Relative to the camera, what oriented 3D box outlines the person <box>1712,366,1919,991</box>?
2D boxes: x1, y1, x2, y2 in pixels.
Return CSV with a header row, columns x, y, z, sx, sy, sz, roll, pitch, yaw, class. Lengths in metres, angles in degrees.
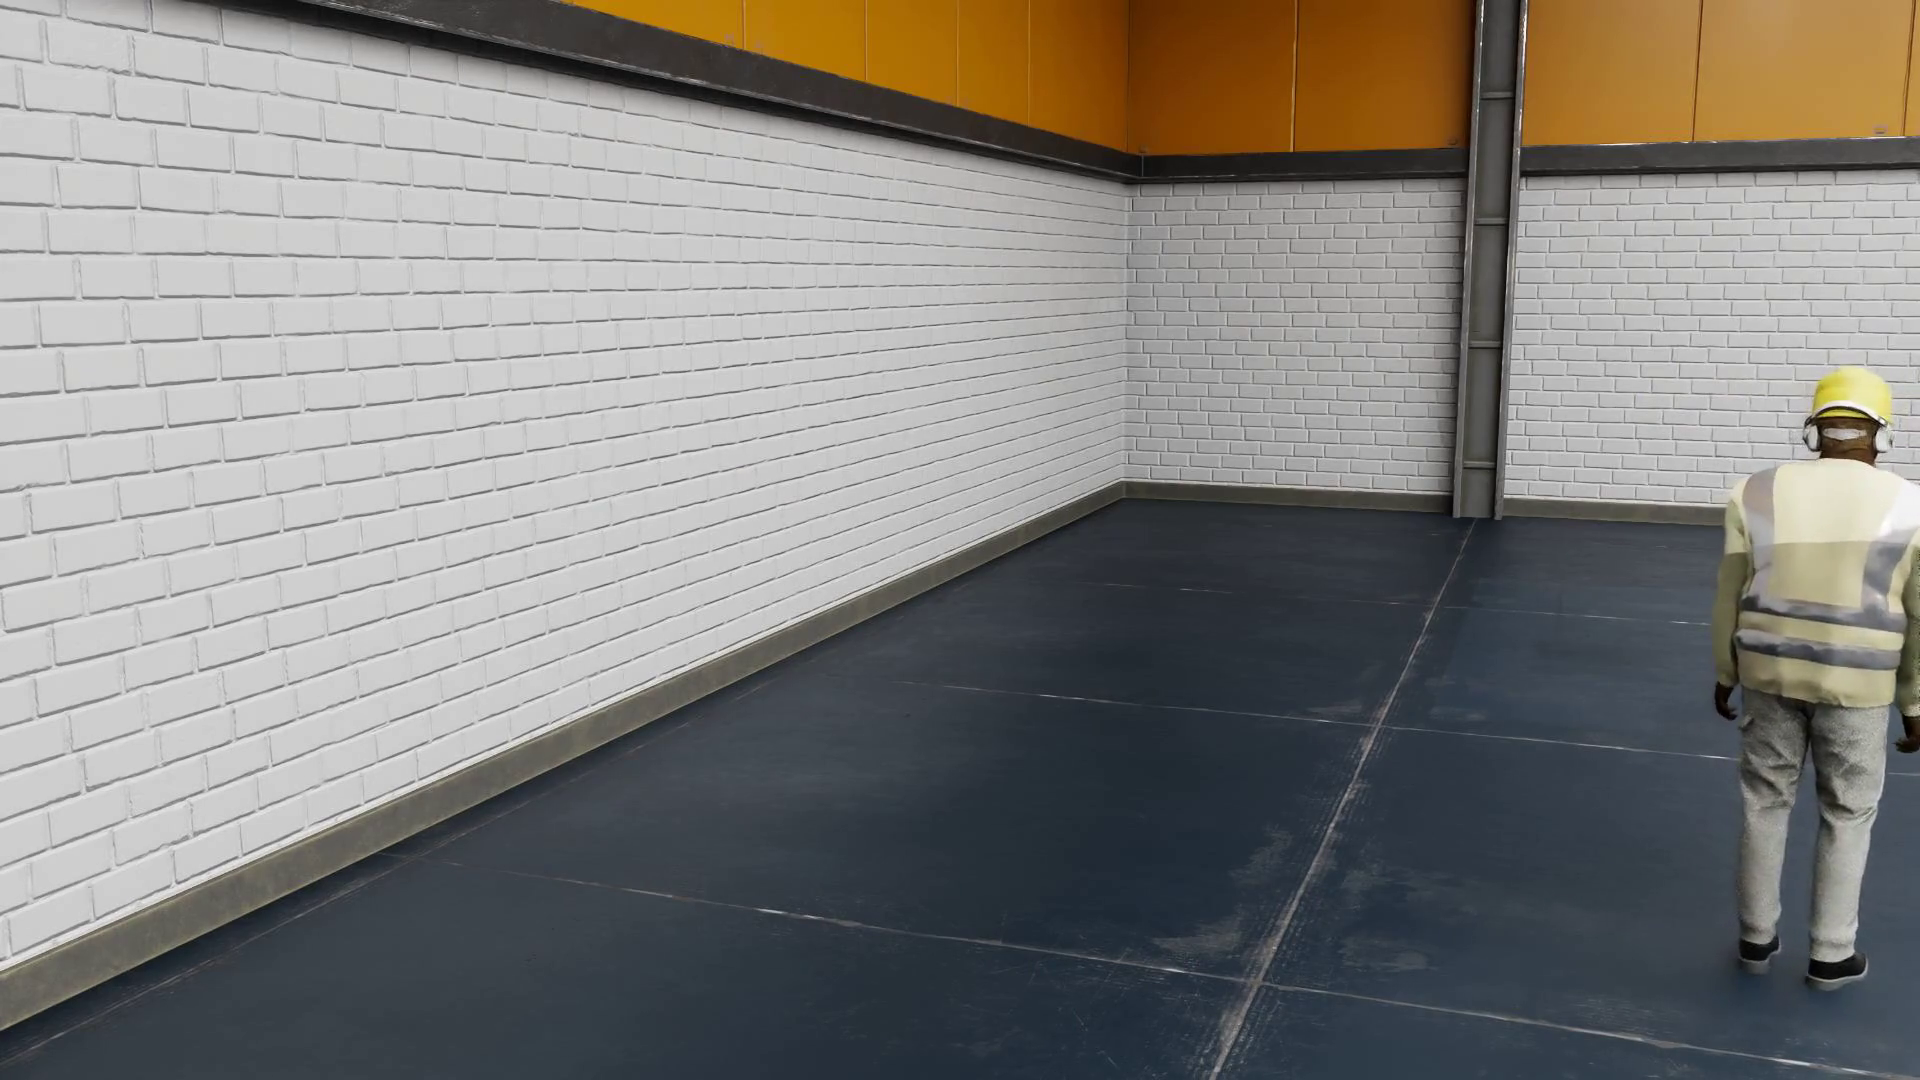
x,y,z,sx,sy,sz,roll,pitch,yaw,class
2.525,0.402,4.859,0.604,1.808,0.447,7,12,38,person
